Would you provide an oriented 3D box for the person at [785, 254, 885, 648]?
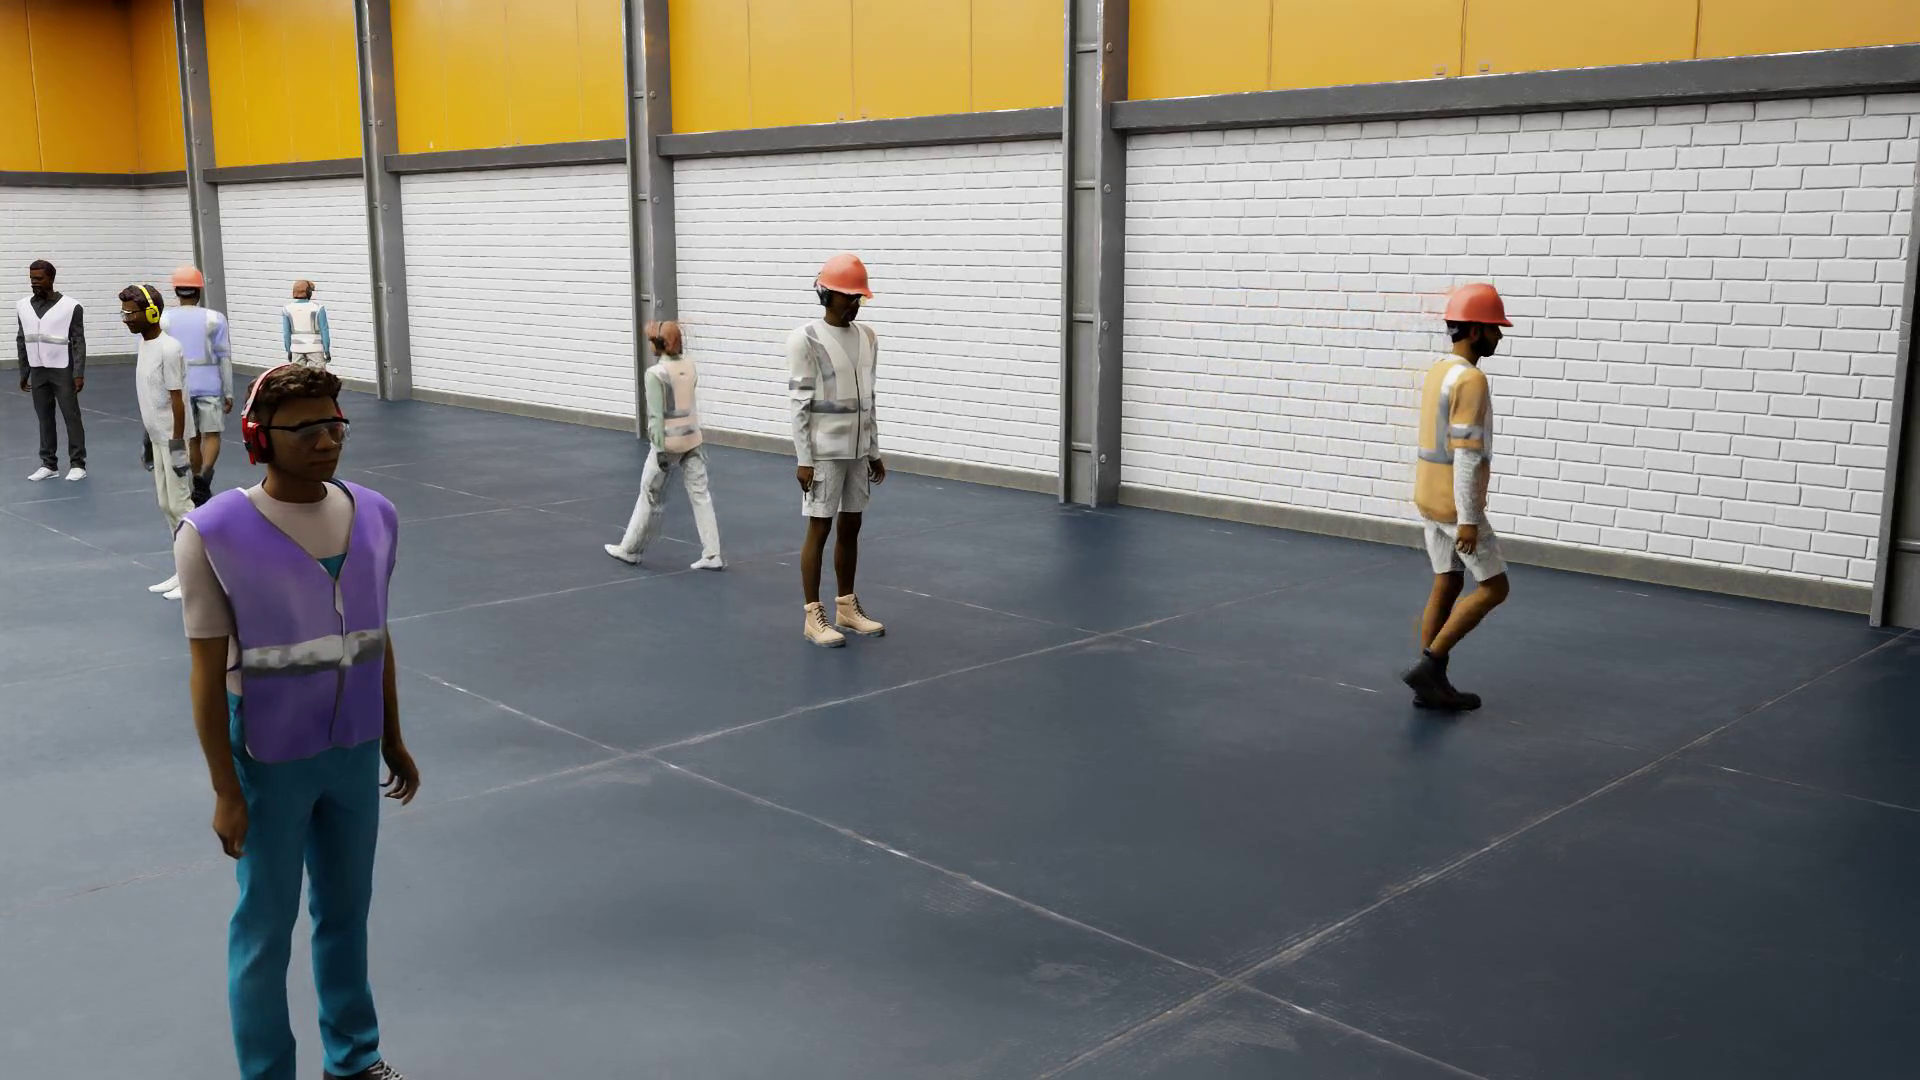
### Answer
[{"bbox_3d":[-0.619,-0.468,8.709,0.382,2.037,0.606,9,14,40],"label":"person"}]

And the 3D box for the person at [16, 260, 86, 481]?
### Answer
[{"bbox_3d":[-7.917,-1.475,14.525,0.593,1.919,0.391,0,10,2],"label":"person"}]

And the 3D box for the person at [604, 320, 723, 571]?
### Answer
[{"bbox_3d":[-1.878,-0.598,10.630,0.841,1.595,0.512,6,12,31],"label":"person"}]

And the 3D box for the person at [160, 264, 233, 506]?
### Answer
[{"bbox_3d":[-5.946,-1.172,12.909,0.542,1.916,0.746,-3,11,-15],"label":"person"}]

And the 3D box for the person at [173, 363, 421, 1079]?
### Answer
[{"bbox_3d":[-1.534,0.507,3.904,0.395,1.847,0.564,6,12,29],"label":"person"}]

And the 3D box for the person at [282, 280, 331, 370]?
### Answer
[{"bbox_3d":[-7.328,-2.100,18.692,0.512,1.639,0.311,0,10,1],"label":"person"}]

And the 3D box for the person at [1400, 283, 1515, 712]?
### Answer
[{"bbox_3d":[2.224,-0.165,7.361,0.399,1.920,0.579,0,10,-1],"label":"person"}]

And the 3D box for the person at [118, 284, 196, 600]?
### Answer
[{"bbox_3d":[-4.679,-0.568,9.783,0.367,1.849,0.496,-9,14,-41],"label":"person"}]
